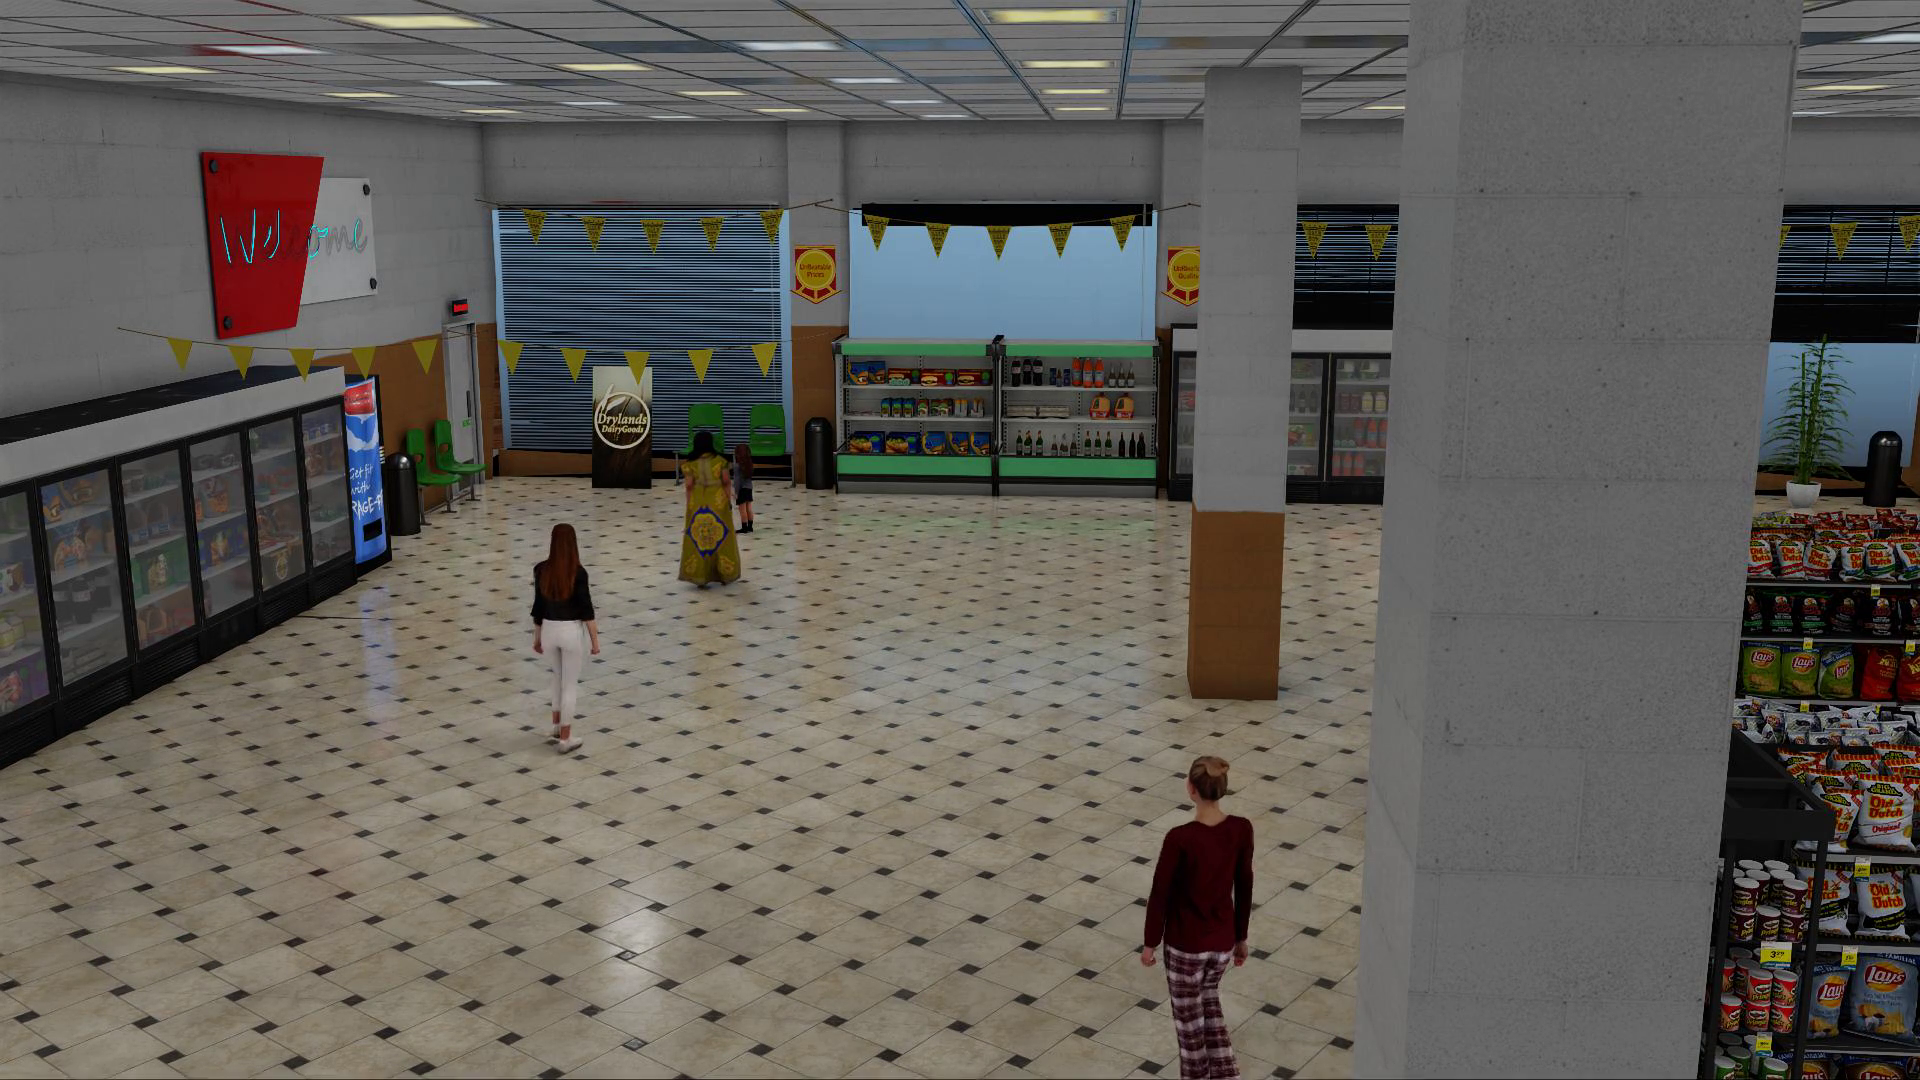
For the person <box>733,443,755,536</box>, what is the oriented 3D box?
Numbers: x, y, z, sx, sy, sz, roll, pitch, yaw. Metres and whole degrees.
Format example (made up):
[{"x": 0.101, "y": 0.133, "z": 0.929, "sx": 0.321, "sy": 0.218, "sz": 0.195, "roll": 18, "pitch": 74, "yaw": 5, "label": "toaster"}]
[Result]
[{"x": -2.608, "y": -0.620, "z": 20.042, "sx": 0.530, "sy": 1.106, "sz": 0.528, "roll": 6, "pitch": 13, "yaw": 26, "label": "person"}]

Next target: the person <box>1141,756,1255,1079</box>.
[{"x": 1.093, "y": 1.767, "z": 7.277, "sx": 0.720, "sy": 1.695, "sz": 0.808, "roll": -6, "pitch": 13, "yaw": -27, "label": "person"}]

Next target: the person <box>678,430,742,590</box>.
[{"x": -2.617, "y": -0.322, "z": 17.287, "sx": 0.878, "sy": 1.659, "sz": 0.980, "roll": -2, "pitch": 12, "yaw": -9, "label": "person"}]

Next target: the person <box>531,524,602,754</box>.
[{"x": -2.948, "y": 0.736, "z": 12.183, "sx": 0.598, "sy": 1.691, "sz": 0.727, "roll": 3, "pitch": 12, "yaw": 15, "label": "person"}]
